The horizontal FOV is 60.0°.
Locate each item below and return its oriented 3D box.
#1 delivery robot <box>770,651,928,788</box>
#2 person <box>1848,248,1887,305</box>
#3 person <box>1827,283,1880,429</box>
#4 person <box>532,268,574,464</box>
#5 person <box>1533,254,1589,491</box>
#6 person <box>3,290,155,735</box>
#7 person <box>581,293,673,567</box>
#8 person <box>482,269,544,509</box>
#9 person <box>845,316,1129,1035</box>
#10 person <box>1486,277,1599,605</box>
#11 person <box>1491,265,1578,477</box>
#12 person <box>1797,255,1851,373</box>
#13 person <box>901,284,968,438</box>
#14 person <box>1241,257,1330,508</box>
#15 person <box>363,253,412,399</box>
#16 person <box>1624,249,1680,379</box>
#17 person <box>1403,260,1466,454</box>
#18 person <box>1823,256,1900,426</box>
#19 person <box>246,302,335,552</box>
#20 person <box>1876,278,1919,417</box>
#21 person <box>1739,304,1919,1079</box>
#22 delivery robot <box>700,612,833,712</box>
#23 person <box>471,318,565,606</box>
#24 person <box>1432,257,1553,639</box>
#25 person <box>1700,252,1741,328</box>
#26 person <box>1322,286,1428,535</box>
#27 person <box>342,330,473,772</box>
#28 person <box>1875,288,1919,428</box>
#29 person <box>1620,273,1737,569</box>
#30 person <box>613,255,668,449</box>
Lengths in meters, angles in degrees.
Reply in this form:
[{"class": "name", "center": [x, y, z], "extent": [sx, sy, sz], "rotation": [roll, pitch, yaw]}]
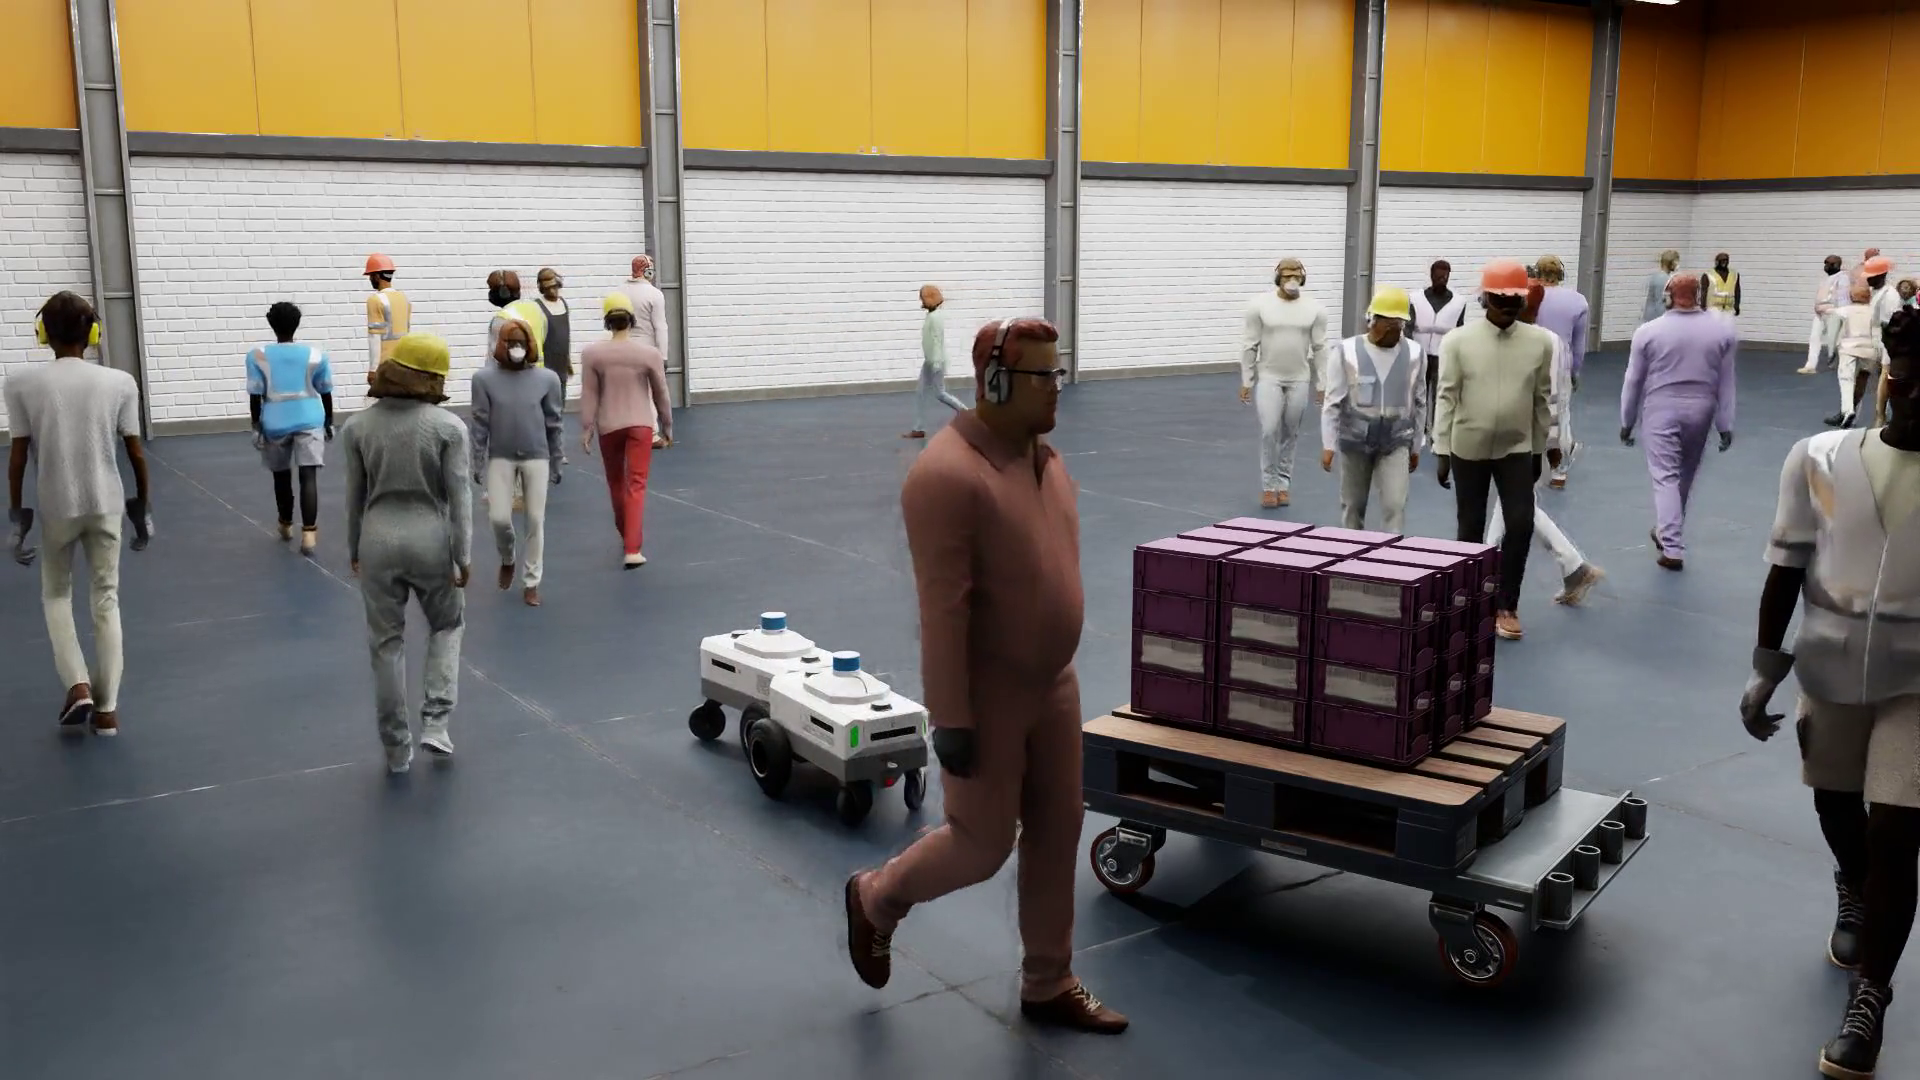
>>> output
[{"class": "delivery robot", "center": [-0.415, 0.653, 6.114], "extent": [0.477, 0.478, 0.707], "rotation": [-6, 12, -31]}, {"class": "person", "center": [14.653, -3.756, 26.851], "extent": [0.437, 1.904, 0.656], "rotation": [-6, 12, -28]}, {"class": "person", "center": [9.771, -2.007, 18.134], "extent": [0.528, 1.589, 0.859], "rotation": [4, 11, 19]}, {"class": "person", "center": [-3.802, -1.595, 15.292], "extent": [0.584, 1.801, 0.609], "rotation": [5, 11, 24]}, {"class": "person", "center": [4.789, -1.359, 13.616], "extent": [0.627, 1.936, 0.374], "rotation": [0, 10, -3]}, {"class": "person", "center": [-3.671, -0.101, 6.947], "extent": [0.565, 1.846, 0.416], "rotation": [-7, 12, -32]}, {"class": "person", "center": [-2.135, -0.721, 10.721], "extent": [0.560, 1.705, 0.932], "rotation": [-1, 10, -4]}, {"class": "person", "center": [-3.508, -1.137, 12.676], "extent": [0.653, 1.826, 0.661], "rotation": [1, 10, 5]}, {"class": "person", "center": [0.070, 0.359, 4.332], "extent": [0.695, 1.882, 0.651], "rotation": [7, 13, 35]}, {"class": "person", "center": [3.284, -0.575, 9.544], "extent": [0.606, 1.860, 0.872], "rotation": [-10, 14, -42]}, {"class": "person", "center": [4.993, -1.450, 14.389], "extent": [0.756, 1.849, 0.509], "rotation": [0, 10, 1]}, {"class": "person", "center": [13.287, -3.426, 25.292], "extent": [0.861, 1.812, 0.632], "rotation": [-1, 10, -5]}, {"class": "person", "center": [-0.198, -1.834, 17.142], "extent": [0.745, 1.605, 0.505], "rotation": [-2, 11, -10]}, {"class": "person", "center": [2.497, -1.184, 12.689], "extent": [0.662, 1.917, 0.697], "rotation": [0, 10, 1]}, {"class": "person", "center": [-5.166, -1.611, 15.003], "extent": [0.370, 1.933, 0.546], "rotation": [3, 11, 15]}, {"class": "person", "center": [9.075, -2.828, 21.708], "extent": [0.500, 1.919, 0.644], "rotation": [4, 11, 21]}, {"class": "person", "center": [4.613, -1.795, 16.236], "extent": [0.581, 1.859, 1.041], "rotation": [2, 11, 13]}, {"class": "person", "center": [10.071, -2.165, 18.216], "extent": [1.011, 1.876, 0.622], "rotation": [1, 10, 7]}, {"class": "person", "center": [-4.456, -0.762, 11.117], "extent": [0.546, 1.644, 0.886], "rotation": [-5, 11, -24]}, {"class": "person", "center": [10.748, -2.183, 19.010], "extent": [0.543, 1.596, 0.836], "rotation": [7, 12, 33]}, {"class": "person", "center": [2.442, 0.332, 4.374], "extent": [0.603, 1.931, 0.976], "rotation": [9, 14, 41]}, {"class": "delivery robot", "center": [-0.754, 0.536, 6.754], "extent": [0.477, 0.478, 0.707], "rotation": [-9, 13, -39]}, {"class": "person", "center": [-2.501, -0.445, 9.442], "extent": [0.517, 1.619, 0.388], "rotation": [-3, 11, -16]}, {"class": "person", "center": [2.741, -0.457, 8.562], "extent": [0.630, 1.968, 0.611], "rotation": [1, 10, 5]}, {"class": "person", "center": [12.902, -3.976, 28.283], "extent": [0.630, 1.823, 0.784], "rotation": [0, 10, 0]}, {"class": "person", "center": [2.375, -0.539, 9.502], "extent": [0.608, 1.791, 0.842], "rotation": [1, 10, 6]}, {"class": "person", "center": [-2.149, 0.046, 6.486], "extent": [0.514, 1.711, 0.390], "rotation": [-1, 10, -8]}, {"class": "person", "center": [6.269, -0.796, 10.804], "extent": [0.564, 1.839, 0.385], "rotation": [4, 11, 23]}, {"class": "person", "center": [4.577, -0.779, 10.682], "extent": [0.655, 1.842, 1.005], "rotation": [1, 10, 4]}, {"class": "person", "center": [-3.101, -1.838, 16.343], "extent": [0.639, 1.900, 0.403], "rotation": [6, 12, 30]}]
